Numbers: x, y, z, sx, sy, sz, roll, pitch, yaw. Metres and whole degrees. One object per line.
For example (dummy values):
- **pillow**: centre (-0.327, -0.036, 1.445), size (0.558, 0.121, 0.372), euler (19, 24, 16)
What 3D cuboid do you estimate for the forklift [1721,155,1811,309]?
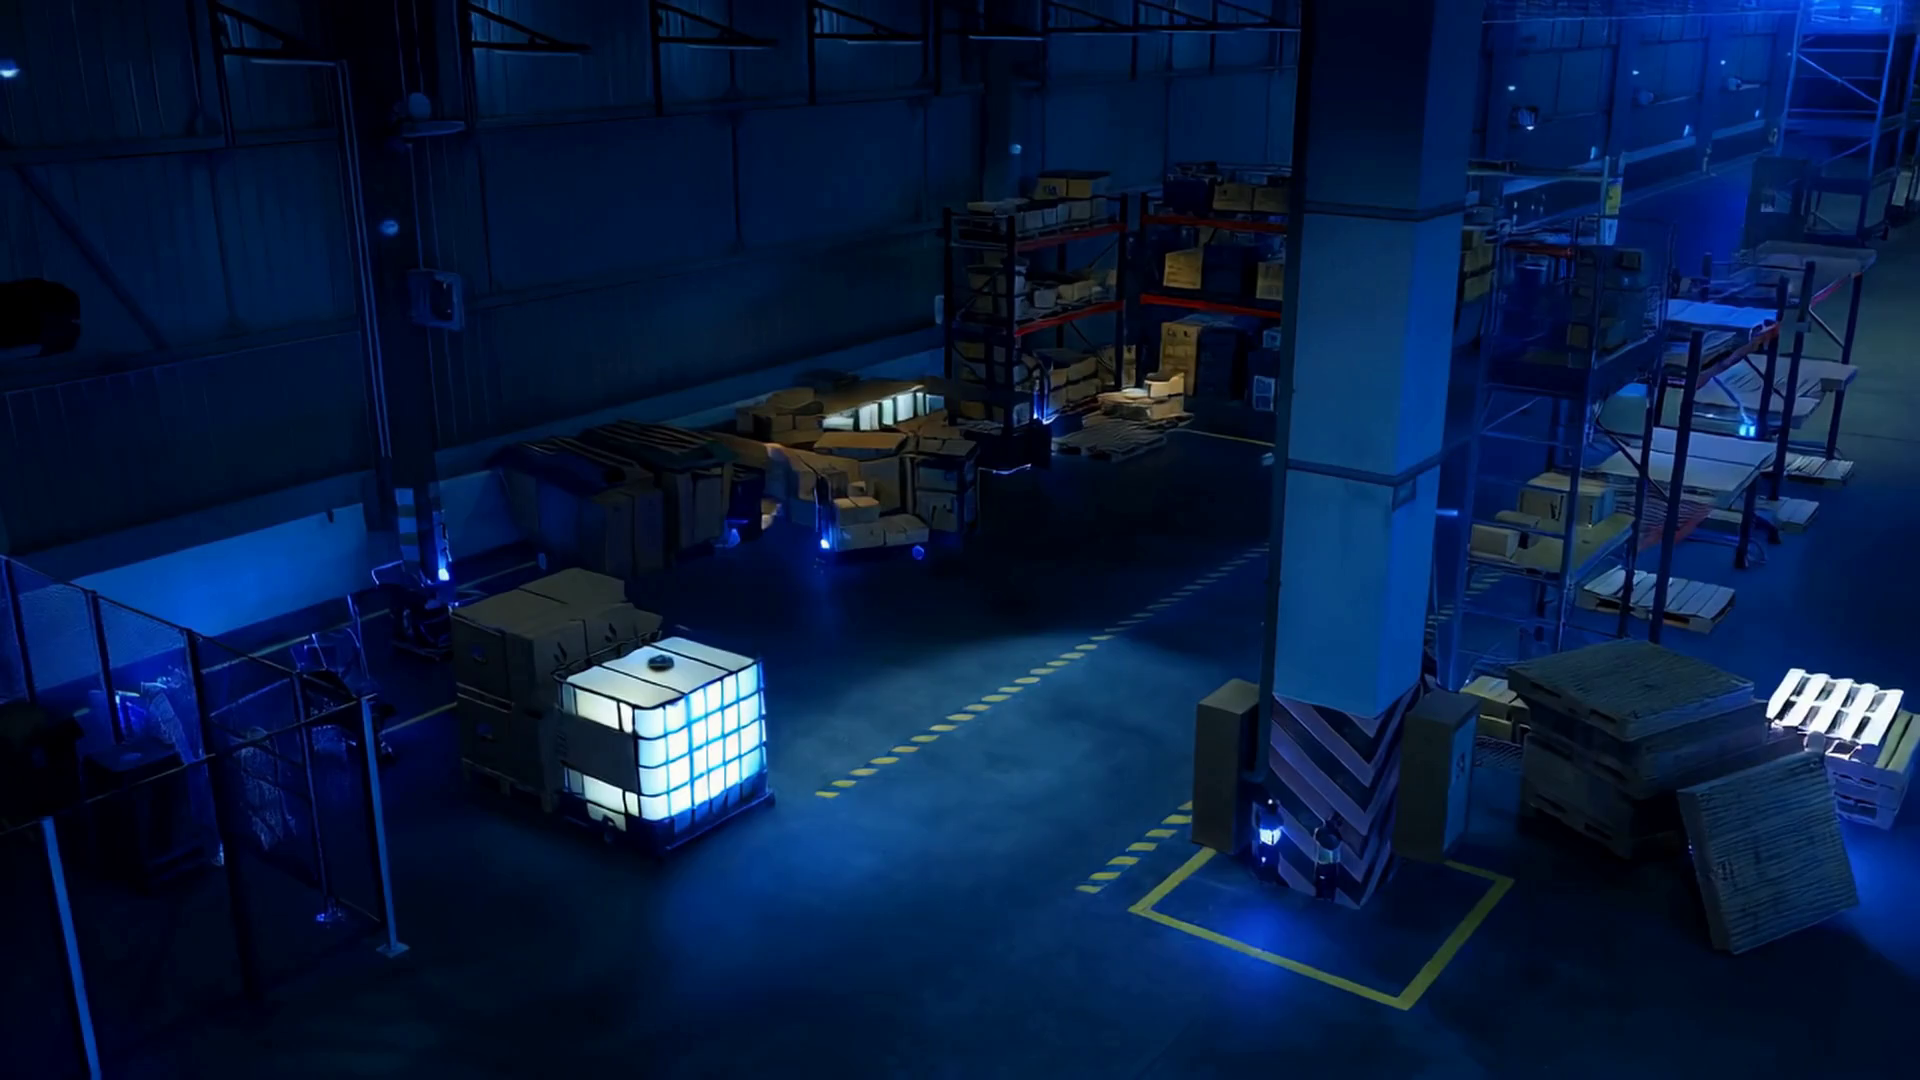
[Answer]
- **forklift**: centre (15.405, -5.867, 31.576), size (1.129, 2.768, 1.873), euler (13, 22, 34)

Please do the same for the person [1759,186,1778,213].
- **person**: centre (17.017, -6.573, 35.329), size (0.561, 1.886, 1.032), euler (-11, 21, -30)
